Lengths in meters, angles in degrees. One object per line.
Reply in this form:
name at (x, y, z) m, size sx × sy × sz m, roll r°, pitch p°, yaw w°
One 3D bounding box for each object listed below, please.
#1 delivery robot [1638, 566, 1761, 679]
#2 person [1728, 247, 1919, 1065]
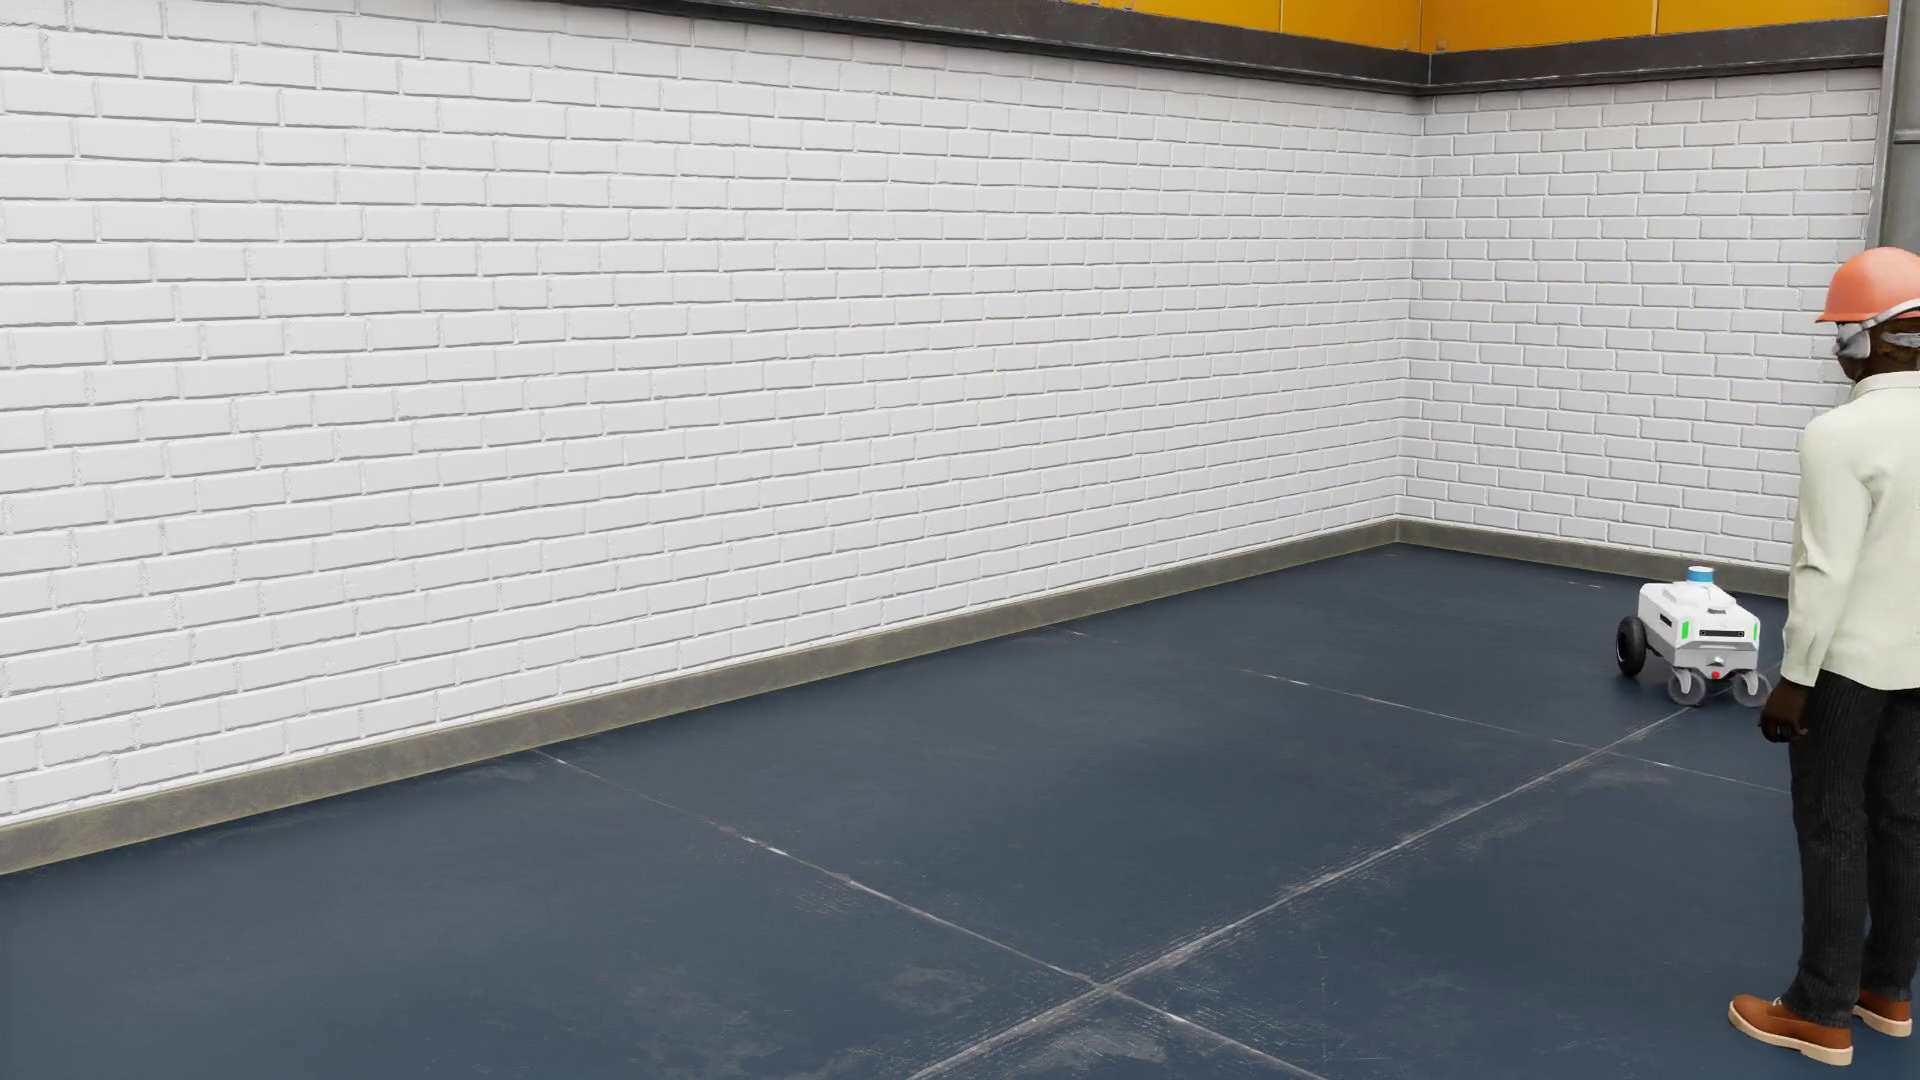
delivery robot at (3.265, 0.362, 7.371) m, size 0.477 × 0.478 × 0.707 m, roll 1°, pitch 10°, yaw 7°
person at (2.207, 0.289, 4.105) m, size 0.627 × 1.990 × 0.398 m, roll -6°, pitch 12°, yaw -29°
